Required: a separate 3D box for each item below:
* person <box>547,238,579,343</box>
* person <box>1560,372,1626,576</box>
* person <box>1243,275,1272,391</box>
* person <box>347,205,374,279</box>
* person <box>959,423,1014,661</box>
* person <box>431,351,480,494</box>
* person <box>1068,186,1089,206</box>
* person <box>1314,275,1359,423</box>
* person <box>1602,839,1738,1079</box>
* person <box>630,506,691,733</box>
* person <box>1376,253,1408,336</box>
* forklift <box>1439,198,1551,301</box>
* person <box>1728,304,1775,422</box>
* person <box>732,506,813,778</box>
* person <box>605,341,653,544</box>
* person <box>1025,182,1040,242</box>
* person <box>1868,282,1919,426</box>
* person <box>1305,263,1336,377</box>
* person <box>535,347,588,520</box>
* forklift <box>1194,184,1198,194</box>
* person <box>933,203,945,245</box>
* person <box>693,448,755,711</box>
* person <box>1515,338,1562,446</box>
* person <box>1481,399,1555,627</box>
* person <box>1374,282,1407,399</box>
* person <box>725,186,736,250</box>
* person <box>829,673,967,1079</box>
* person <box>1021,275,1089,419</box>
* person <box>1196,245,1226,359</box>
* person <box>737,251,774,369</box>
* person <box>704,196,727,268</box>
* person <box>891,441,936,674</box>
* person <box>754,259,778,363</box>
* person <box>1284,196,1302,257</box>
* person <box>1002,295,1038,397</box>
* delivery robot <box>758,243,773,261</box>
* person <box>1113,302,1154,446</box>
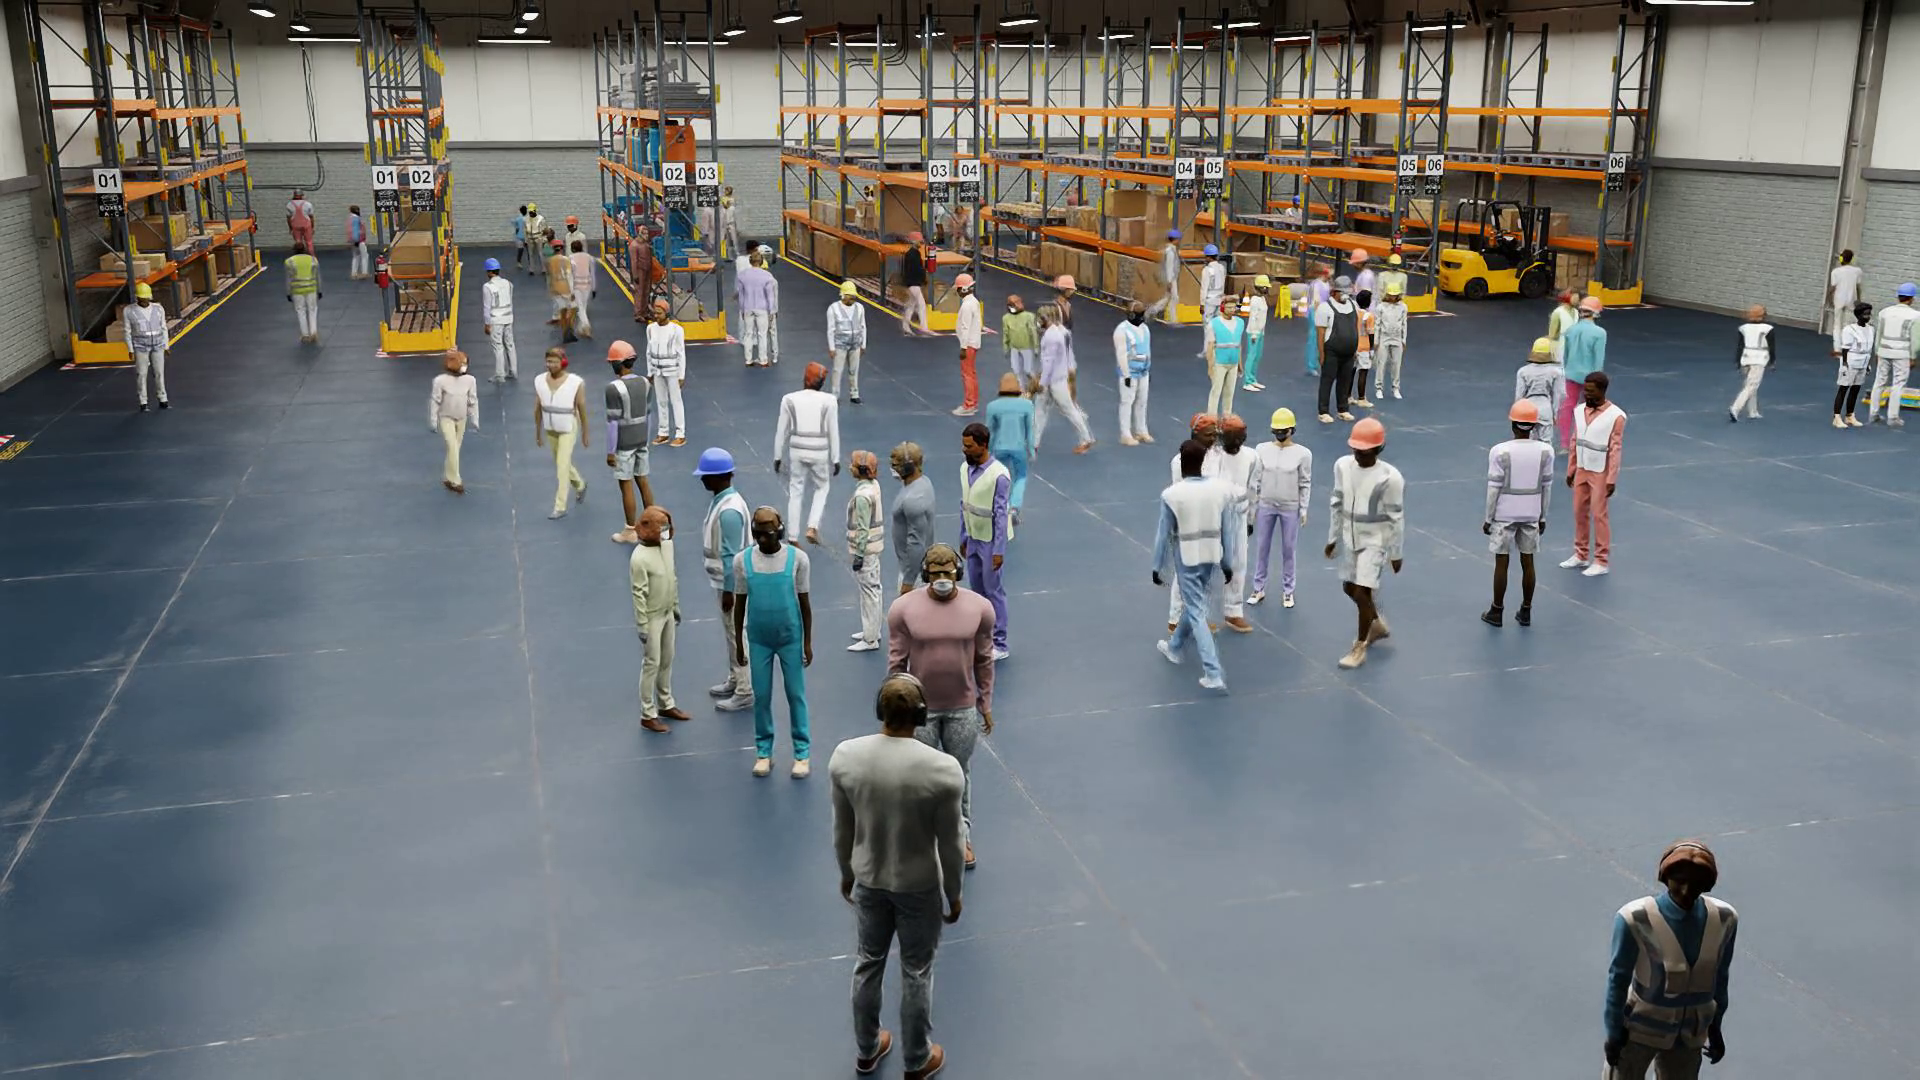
[{"bbox_3d":[-7.213,-4.532,30.295,0.629,1.883,0.418,9,17,29],"label":"person"},{"bbox_3d":[5.940,-0.634,15.591,0.401,1.906,0.597,-6,16,-23],"label":"person"},{"bbox_3d":[4.549,-3.156,25.362,0.343,1.760,0.534,8,17,26],"label":"person"},{"bbox_3d":[-14.878,-7.360,41.111,0.588,1.792,0.702,-12,19,-38],"label":"person"},{"bbox_3d":[0.195,0.008,13.175,0.401,1.907,0.596,-9,18,-31],"label":"person"},{"bbox_3d":[-5.675,-1.324,18.756,0.688,1.595,0.526,13,20,40],"label":"person"},{"bbox_3d":[3.507,-9.586,49.375,0.651,1.852,1.008,1,15,5],"label":"person"},{"bbox_3d":[5.207,-2.629,22.831,0.686,2.000,0.535,-8,17,-27],"label":"person"},{"bbox_3d":[2.739,1.922,6.481,0.515,1.636,0.315,-2,15,-8],"label":"person"},{"bbox_3d":[-2.122,0.546,11.682,0.288,1.623,0.507,5,16,19],"label":"person"},{"bbox_3d":[7.541,-4.156,29.140,0.527,1.744,0.653,2,15,6],"label":"person"},{"bbox_3d":[11.913,-6.508,37.130,2.313,2.155,1.214,-4,15,-15],"label":"forklift"},{"bbox_3d":[10.896,-2.434,22.927,0.772,1.608,0.518,-8,17,-27],"label":"person"},{"bbox_3d":[-1.219,0.661,10.856,0.516,1.835,0.357,0,15,2],"label":"person"},{"bbox_3d":[-3.324,-0.974,16.630,0.411,2.035,0.601,8,17,27],"label":"person"},{"bbox_3d":[2.234,-10.184,51.624,0.530,1.855,0.333,6,16,22],"label":"person"},{"bbox_3d":[12.755,-2.533,22.670,0.417,1.938,0.596,-7,17,-26],"label":"person"},{"bbox_3d":[5.747,-3.504,26.538,0.499,1.821,0.611,10,18,33],"label":"person"},{"bbox_3d":[-4.237,-1.182,17.816,0.578,1.822,0.851,5,16,18],"label":"person"},{"bbox_3d":[7.392,-11.333,53.972,1.873,2.768,1.129,-4,15,-15],"label":"forklift"},{"bbox_3d":[-0.672,-9.973,50.695,0.385,1.930,0.539,4,15,14],"label":"person"},{"bbox_3d":[-1.700,0.277,12.100,0.421,1.936,0.610,-4,15,-15],"label":"person"},{"bbox_3d":[6.531,-1.420,18.850,0.483,1.745,0.304,4,15,15],"label":"person"},{"bbox_3d":[4.664,-0.221,13.964,0.543,1.939,0.356,0,15,-1],"label":"person"},{"bbox_3d":[6.372,-2.950,24.635,0.491,1.732,0.324,-1,15,-3],"label":"person"},{"bbox_3d":[-6.748,-9.493,49.053,0.350,1.838,0.504,-2,15,-6],"label":"person"},{"bbox_3d":[-0.265,1.523,7.432,0.630,1.929,0.390,5,16,18],"label":"person"},{"bbox_3d":[1.324,-2.709,23.223,1.017,2.003,0.618,10,18,34],"label":"person"},{"bbox_3d":[4.295,-4.075,28.471,0.415,1.938,0.611,14,20,42],"label":"person"},{"bbox_3d":[-3.348,-3.775,27.369,0.623,1.932,0.373,3,15,12],"label":"person"},{"bbox_3d":[-6.459,-8.155,43.940,0.640,1.881,0.694,-7,17,-25],"label":"person"},{"bbox_3d":[-0.352,0.218,12.323,0.373,1.935,0.628,0,15,1],"label":"person"},{"bbox_3d":[-3.289,-3.844,27.972,0.486,1.745,0.295,-8,17,-26],"label":"person"},{"bbox_3d":[8.569,-7.856,42.694,0.602,1.939,0.397,-10,18,-33],"label":"person"},{"bbox_3d":[0.907,-2.789,24.254,0.547,1.601,0.569,7,16,23],"label":"person"},{"bbox_3d":[-5.293,-7.790,44.920,0.477,0.478,0.707,-6,16,-22],"label":"delivery robot"},{"bbox_3d":[2.240,-2.143,21.389,0.638,1.841,0.429,-14,21,-43],"label":"person"}]
